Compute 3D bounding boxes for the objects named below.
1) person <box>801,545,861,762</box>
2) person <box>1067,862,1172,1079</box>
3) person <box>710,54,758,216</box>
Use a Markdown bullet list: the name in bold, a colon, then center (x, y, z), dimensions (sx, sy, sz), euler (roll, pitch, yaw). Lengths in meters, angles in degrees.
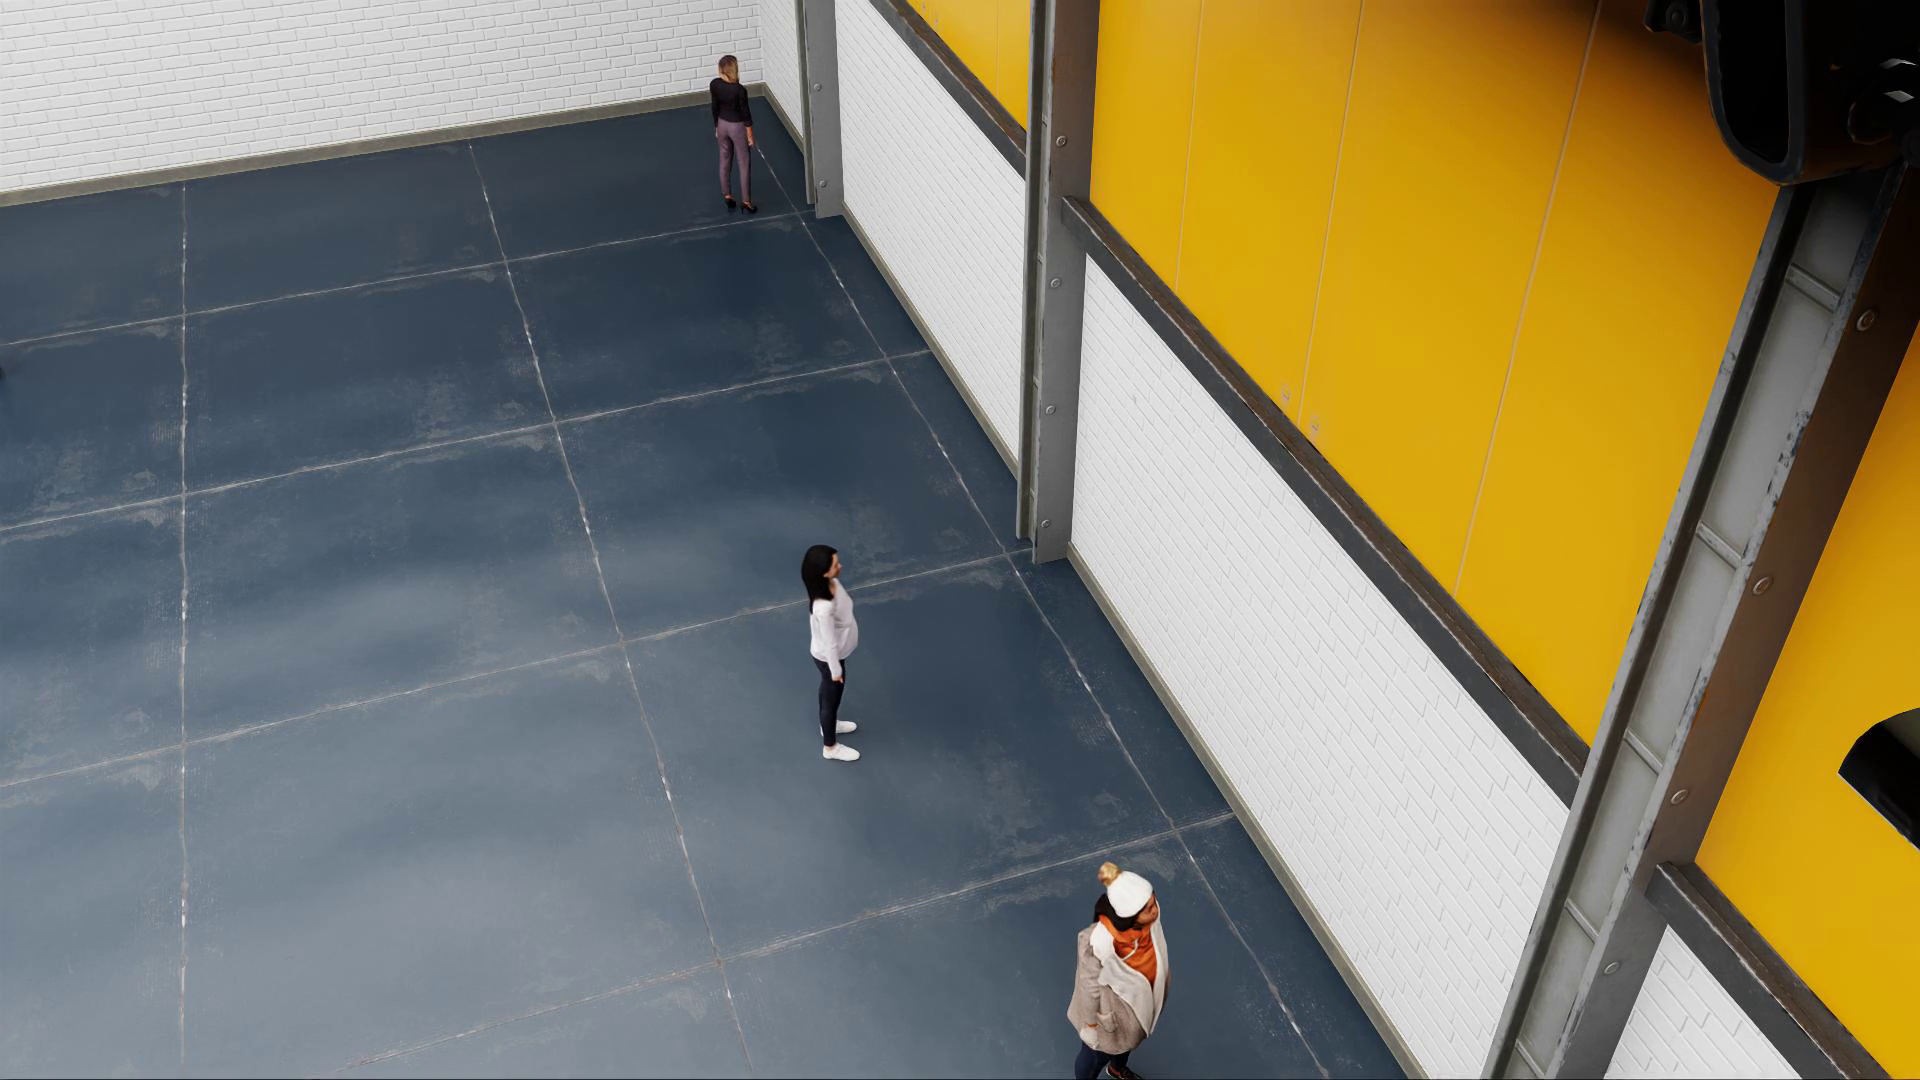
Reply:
- **person**: center (-0.845, 0.711, 10.789), dimensions (0.727, 1.700, 0.575), euler (-4, 39, -5)
- **person**: center (0.814, 2.340, 8.610), dimensions (0.795, 1.875, 0.802), euler (-31, 48, -32)
- **person**: center (-2.304, -4.108, 16.851), dimensions (0.673, 1.667, 0.743), euler (16, 41, 19)
